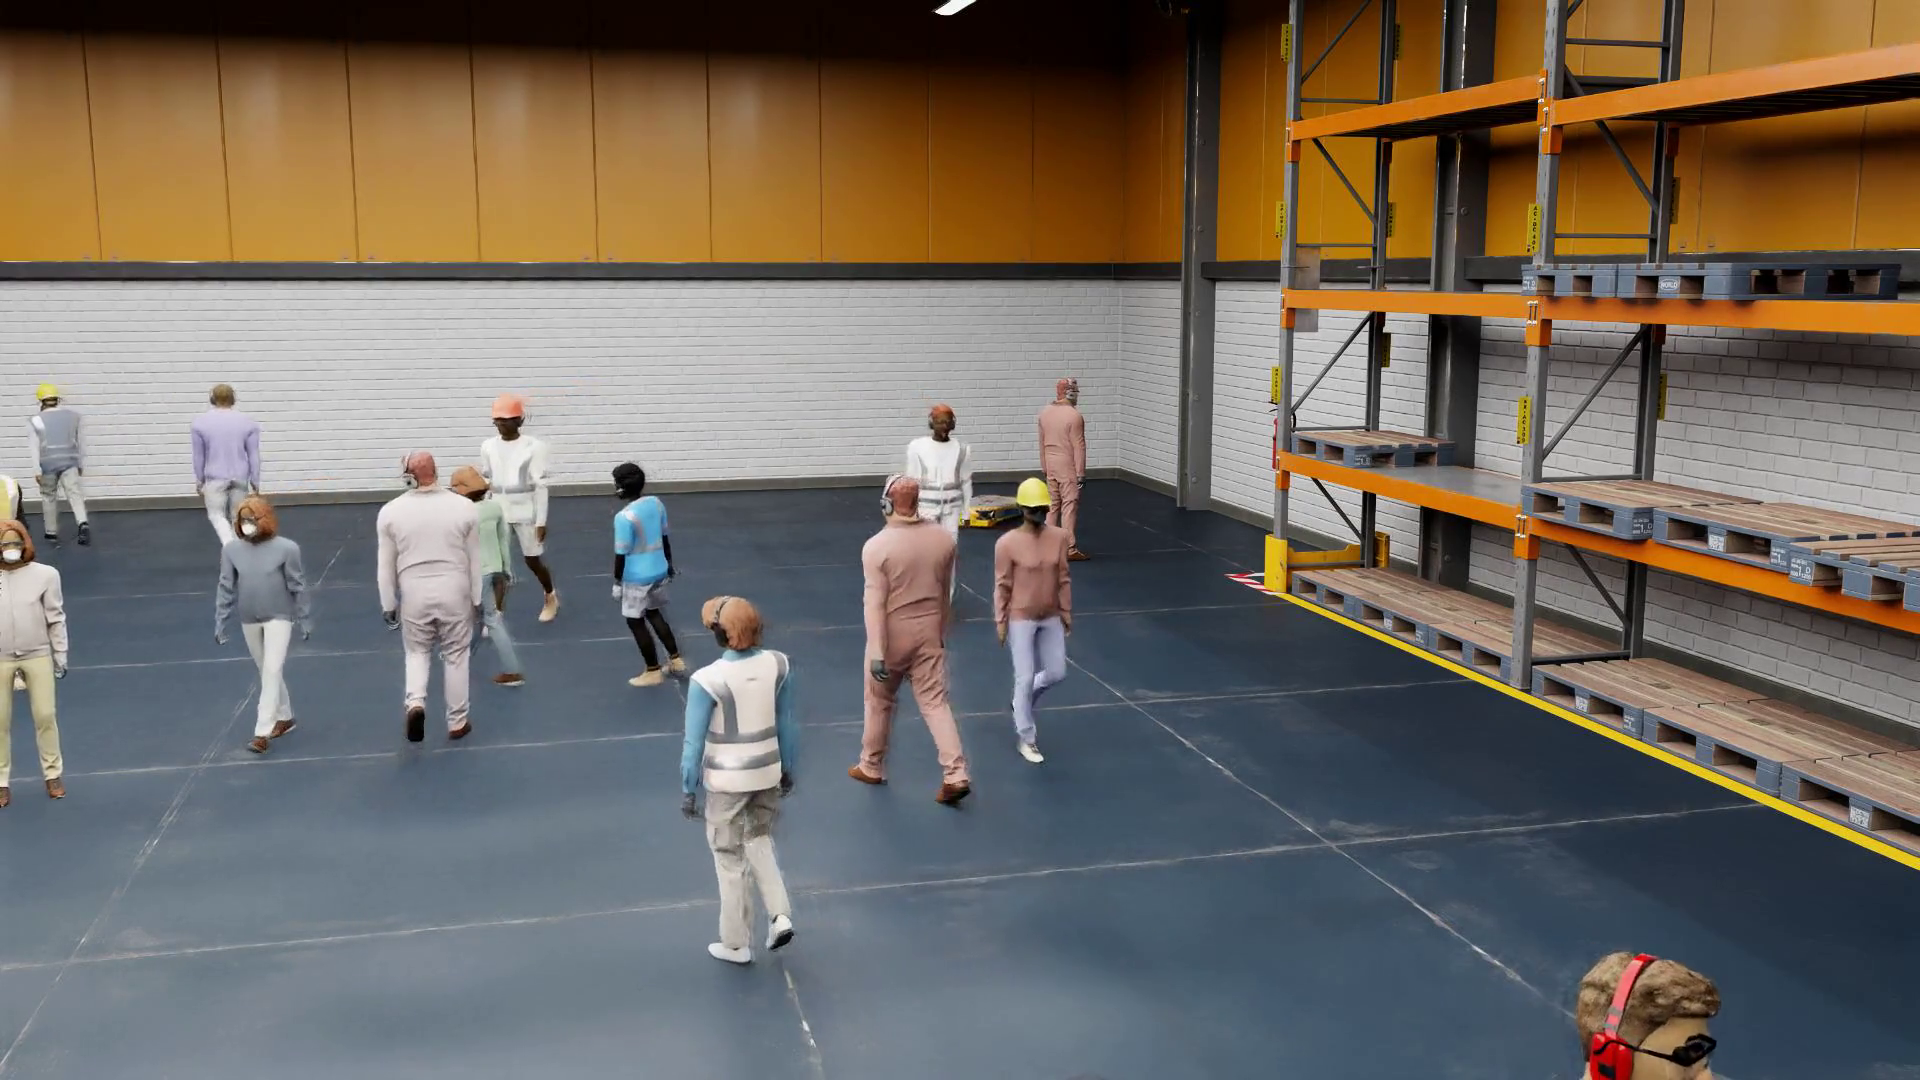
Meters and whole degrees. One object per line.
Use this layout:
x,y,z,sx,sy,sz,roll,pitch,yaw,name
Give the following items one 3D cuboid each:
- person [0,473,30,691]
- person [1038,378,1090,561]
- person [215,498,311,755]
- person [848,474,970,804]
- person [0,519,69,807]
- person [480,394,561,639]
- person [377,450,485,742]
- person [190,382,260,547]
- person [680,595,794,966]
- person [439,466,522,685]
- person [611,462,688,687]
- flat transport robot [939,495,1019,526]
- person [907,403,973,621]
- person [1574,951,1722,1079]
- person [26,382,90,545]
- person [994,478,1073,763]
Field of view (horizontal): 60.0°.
-6.987,0.177,11.898,0.529,1.830,0.631,6,11,34,person
1.106,-0.733,17.317,0.406,1.904,0.654,-7,11,-35,person
-4.393,0.530,10.414,0.534,1.586,0.844,1,9,4,person
-0.284,0.553,9.444,0.646,1.868,0.988,-7,11,-36,person
-5.301,0.682,9.367,0.507,1.628,0.279,-6,11,-31,person
-3.701,-0.232,13.905,0.622,2.005,0.999,2,9,15,person
-3.335,0.372,10.515,0.631,1.882,0.548,-2,9,-11,person
-7.237,-0.602,16.471,0.624,1.914,0.634,-6,11,-35,person
-0.950,1.035,7.115,0.542,1.625,0.354,-9,13,-43,person
-3.550,0.257,12.092,0.858,1.582,0.515,4,10,23,person
-2.265,0.252,11.932,0.334,1.655,0.625,4,10,23,person
0.332,-0.367,20.119,0.652,0.197,1.431,4,10,25,flat transport robot
-0.179,-0.249,14.398,0.595,1.872,0.520,-1,9,-9,person
1.101,1.603,2.973,0.590,1.826,0.437,-9,12,-43,person
-9.917,-0.838,18.308,0.583,1.806,0.857,-8,12,-42,person
0.425,0.471,10.271,0.538,1.751,0.481,-5,10,-29,person
